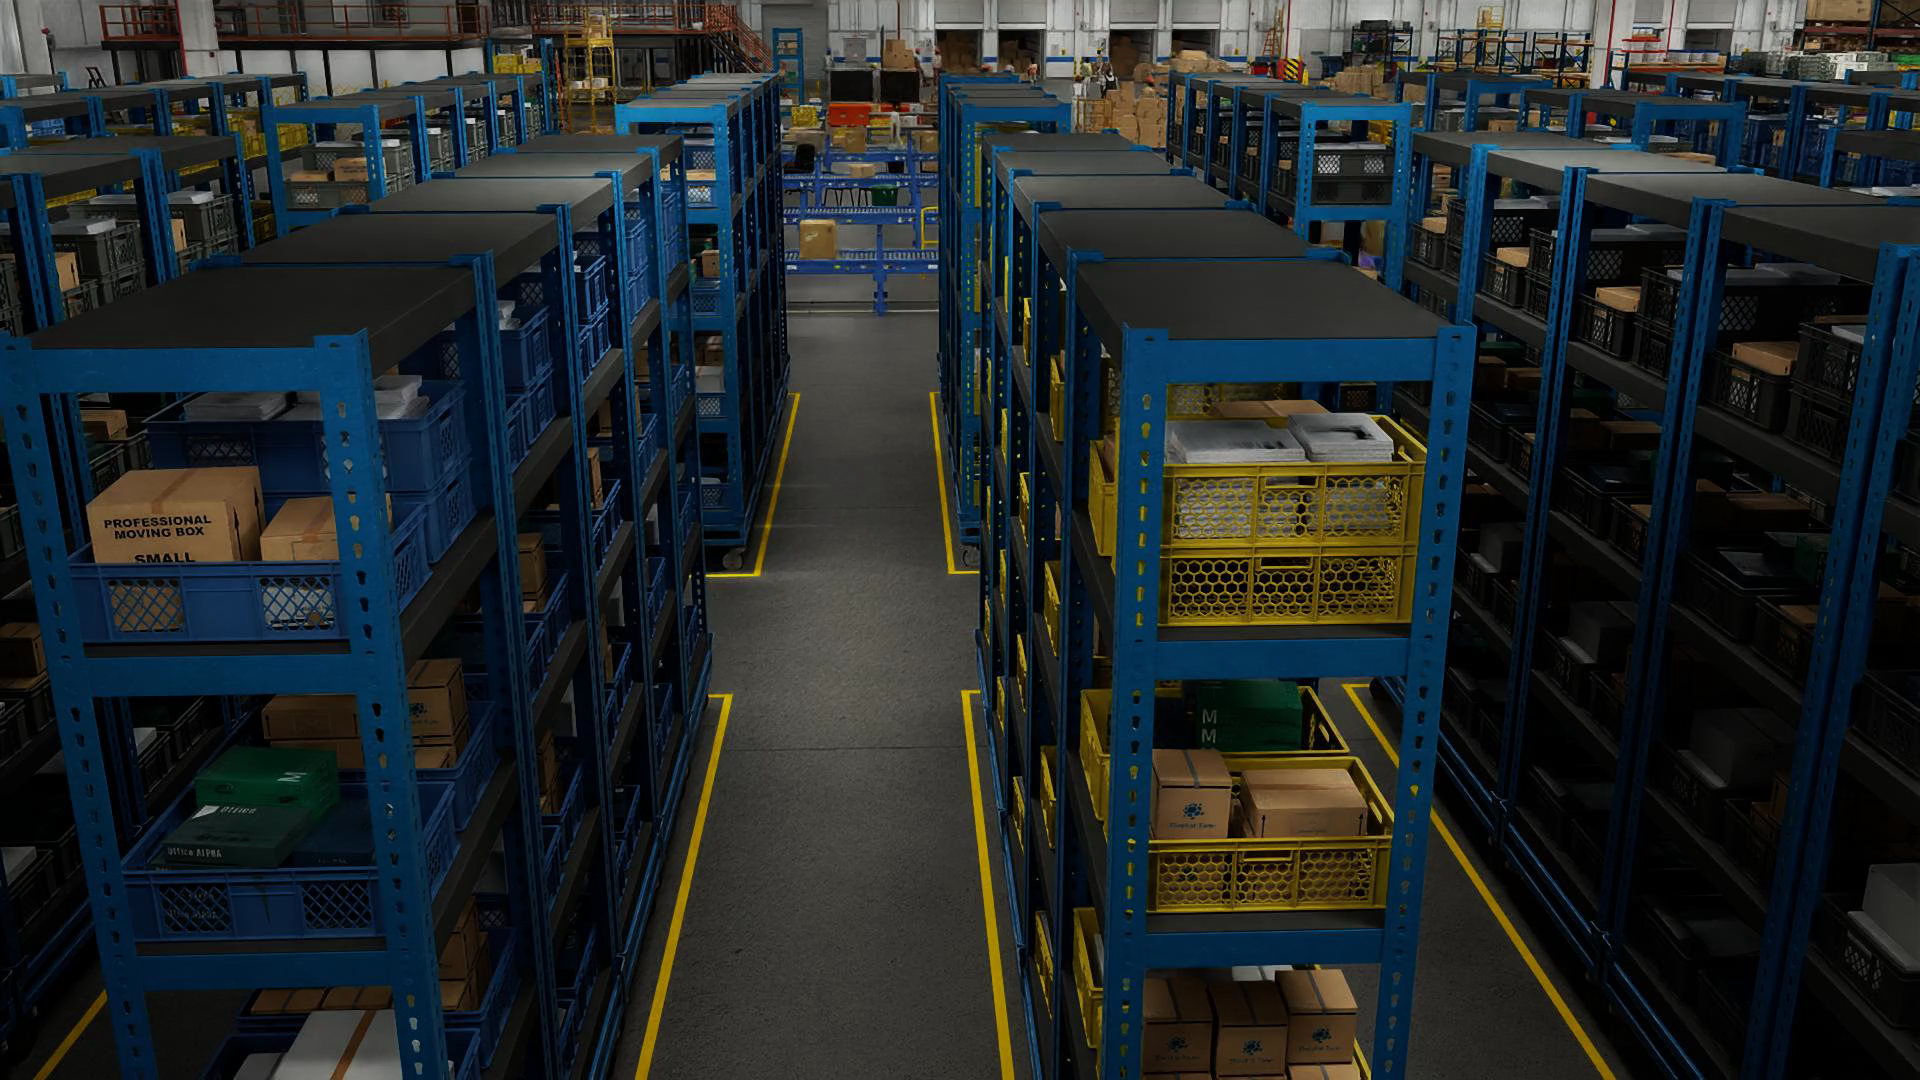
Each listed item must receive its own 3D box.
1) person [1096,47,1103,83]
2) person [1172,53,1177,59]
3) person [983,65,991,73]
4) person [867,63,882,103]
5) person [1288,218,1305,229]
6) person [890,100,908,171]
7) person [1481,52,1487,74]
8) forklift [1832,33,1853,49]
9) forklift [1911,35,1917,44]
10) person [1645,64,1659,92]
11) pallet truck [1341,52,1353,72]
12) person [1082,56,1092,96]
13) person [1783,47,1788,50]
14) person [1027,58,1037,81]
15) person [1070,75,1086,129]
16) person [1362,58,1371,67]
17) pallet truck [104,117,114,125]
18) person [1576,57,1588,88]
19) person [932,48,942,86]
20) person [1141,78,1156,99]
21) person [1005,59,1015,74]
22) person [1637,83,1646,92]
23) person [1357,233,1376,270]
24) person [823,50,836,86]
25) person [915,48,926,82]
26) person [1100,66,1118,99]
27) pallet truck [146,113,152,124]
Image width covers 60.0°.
[{"bbox_3d":[7.713,-26.283,92.122,0.365,1.927,0.588,2,18,6],"label":"person"},{"bbox_3d":[11.373,-25.106,88.741,0.393,1.753,0.552,-4,18,-13],"label":"person"},{"bbox_3d":[0.876,-17.561,65.054,1.040,1.989,0.619,1,18,3],"label":"person"},{"bbox_3d":[-3.574,-19.113,70.012,0.958,1.883,0.592,-16,24,-40],"label":"person"},{"bbox_3d":[3.917,-2.759,19.260,0.842,1.957,0.636,-1,18,-4],"label":"person"},{"bbox_3d":[-1.606,-10.717,44.087,0.724,1.847,0.530,-6,19,-17],"label":"person"},{"bbox_3d":[27.235,-24.558,86.896,0.806,1.864,0.587,-4,18,-12],"label":"person"},{"bbox_3d":[46.103,-25.165,87.138,1.129,2.768,1.873,-6,19,-17],"label":"forklift"},{"bbox_3d":[50.031,-25.168,87.146,1.129,2.768,1.873,-10,20,-29],"label":"forklift"},{"bbox_3d":[34.493,-23.178,82.553,0.833,1.915,0.636,7,19,20],"label":"person"},{"bbox_3d":[18.794,-23.123,82.231,0.823,1.965,1.885,-13,22,-35],"label":"pallet truck"},{"bbox_3d":[6.093,-22.238,79.747,0.429,1.839,0.634,15,23,39],"label":"person"},{"bbox_3d":[46.935,-27.160,94.873,0.413,1.911,0.572,4,18,12],"label":"person"},{"bbox_3d":[3.603,-23.094,82.626,0.547,1.696,0.316,-7,19,-20],"label":"person"},{"bbox_3d":[4.181,-15.521,58.957,0.583,1.830,0.989,1,18,3],"label":"person"},{"bbox_3d":[18.908,-21.548,77.625,0.533,1.830,0.646,-8,19,-22],"label":"person"},{"bbox_3d":[-18.367,-7.885,35.078,1.885,1.965,0.823,1,18,2],"label":"pallet truck"},{"bbox_3d":[30.968,-23.163,82.767,0.492,1.740,0.325,8,19,22],"label":"person"},{"bbox_3d":[-1.159,-25.331,89.128,0.614,1.951,0.932,-9,20,-25],"label":"person"},{"bbox_3d":[6.397,-14.640,56.168,1.013,1.881,0.569,-13,22,-34],"label":"person"},{"bbox_3d":[2.281,-20.381,73.862,0.487,1.923,0.664,-11,21,-31],"label":"person"},{"bbox_3d":[32.871,-22.330,80.021,0.507,1.846,0.345,14,22,36],"label":"person"},{"bbox_3d":[4.413,-2.641,19.153,0.638,1.805,0.676,6,19,18],"label":"person"},{"bbox_3d":[-6.976,-25.239,88.946,0.641,1.895,0.997,7,19,20],"label":"person"},{"bbox_3d":[-2.381,-26.615,93.220,1.008,1.878,0.569,5,18,14],"label":"person"},{"bbox_3d":[5.590,-16.618,62.032,0.683,2.000,0.536,-6,19,-19],"label":"person"},{"bbox_3d":[-18.087,-8.309,36.390,1.885,1.965,0.823,-1,18,-4],"label":"pallet truck"}]
